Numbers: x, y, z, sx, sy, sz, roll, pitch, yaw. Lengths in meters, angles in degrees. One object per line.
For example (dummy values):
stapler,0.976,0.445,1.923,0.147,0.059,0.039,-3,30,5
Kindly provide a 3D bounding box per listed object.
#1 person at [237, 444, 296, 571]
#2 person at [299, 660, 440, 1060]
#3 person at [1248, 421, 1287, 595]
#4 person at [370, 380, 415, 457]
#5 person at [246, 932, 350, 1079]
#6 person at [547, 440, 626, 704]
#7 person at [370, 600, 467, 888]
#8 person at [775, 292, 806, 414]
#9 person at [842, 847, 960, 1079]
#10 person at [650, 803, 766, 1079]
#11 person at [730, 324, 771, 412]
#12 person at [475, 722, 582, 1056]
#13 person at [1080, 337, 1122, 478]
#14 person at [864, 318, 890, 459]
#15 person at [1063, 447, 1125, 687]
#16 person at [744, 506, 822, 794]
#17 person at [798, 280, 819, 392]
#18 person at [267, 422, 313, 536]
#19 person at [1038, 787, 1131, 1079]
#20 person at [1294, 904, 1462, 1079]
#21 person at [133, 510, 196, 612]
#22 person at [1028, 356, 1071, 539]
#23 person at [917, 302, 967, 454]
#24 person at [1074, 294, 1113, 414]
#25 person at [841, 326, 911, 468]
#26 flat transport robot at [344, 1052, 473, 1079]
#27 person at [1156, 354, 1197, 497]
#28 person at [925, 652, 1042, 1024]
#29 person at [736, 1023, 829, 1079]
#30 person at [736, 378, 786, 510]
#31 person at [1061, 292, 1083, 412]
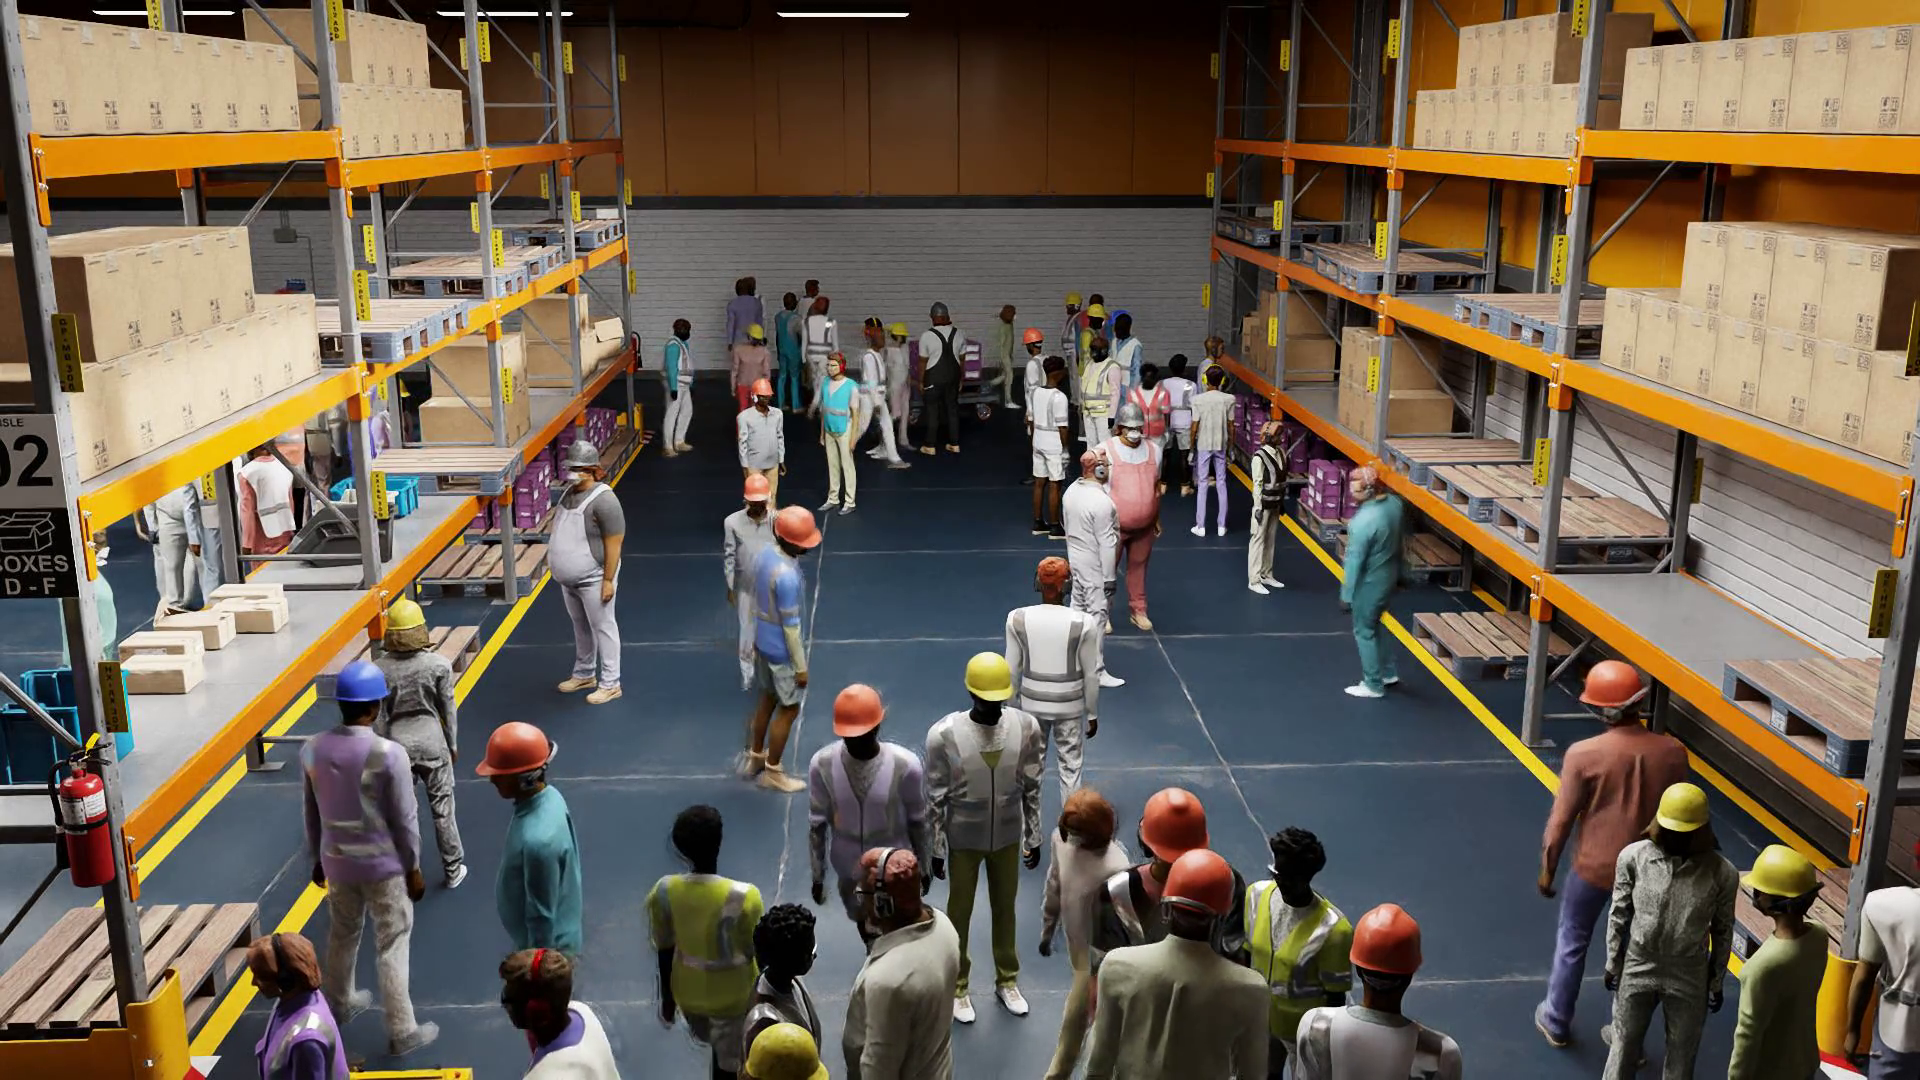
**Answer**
person,-5.877,-0.047,14.182,0.404,1.906,0.598,4,15,15
person,-2.846,1.518,7.999,0.618,1.942,0.424,5,15,20
person,2.917,-0.317,15.762,0.309,1.641,0.515,11,18,36
person,-5.571,-0.659,16.533,0.362,1.928,0.587,3,15,12
person,-2.351,2.169,6.024,0.319,1.631,0.524,-7,16,-26
person,-2.898,0.239,12.781,0.539,2.000,0.688,-14,20,-43
person,-3.149,1.196,9.629,0.485,1.739,0.313,-4,15,-14
person,-2.583,-2.837,25.275,0.503,1.837,0.350,9,17,31
person,-0.227,2.021,6.089,0.401,1.894,0.653,4,15,16
person,-1.053,1.921,6.945,0.547,1.664,0.794,7,16,27
person,-2.804,-2.050,22.399,0.528,1.714,0.655,-5,15,-18
person,-1.809,1.713,7.111,0.397,1.986,0.617,-3,15,-13
person,1.671,-1.544,20.180,0.429,1.841,0.633,-9,17,-33
person,-1.092,-2.008,21.976,0.329,1.861,0.505,-4,15,-15
person,1.067,0.212,13.146,0.407,1.913,0.641,-7,16,-24
person,-1.196,0.707,11.053,0.512,1.989,0.762,-5,15,-19
person,-2.470,-3.340,27.245,0.389,1.836,0.560,-7,16,-25
person,-6.929,-0.842,17.202,0.389,1.956,0.603,4,15,14
person,0.633,1.810,7.493,0.815,1.590,0.513,-9,17,-31
person,1.380,2.134,5.570,0.543,1.929,0.384,8,16,28
person,-7.174,-0.230,15.064,0.579,1.819,0.722,-5,15,-20
person,0.971,-0.994,17.768,0.369,1.967,0.601,-9,17,-33
person,-0.279,-2.177,22.265,0.685,2.000,0.538,-7,16,-25
person,2.021,-2.791,25.107,0.627,1.836,0.431,9,17,31
person,-1.170,-1.811,21.259,0.984,1.850,0.591,3,15,12
flat transport robot,-2.534,2.612,6.993,0.652,0.197,1.431,-1,14,-4
person,2.567,-1.362,19.748,0.531,1.697,0.322,7,16,24
person,0.127,1.462,8.228,0.586,1.920,0.396,-4,15,-16
person,-0.554,2.315,5.248,0.319,1.738,0.484,8,16,28
person,-2.078,-0.836,17.563,0.563,1.755,0.323,-11,18,-38
person,1.753,-2.883,25.478,0.403,1.825,0.596,-2,14,-9
